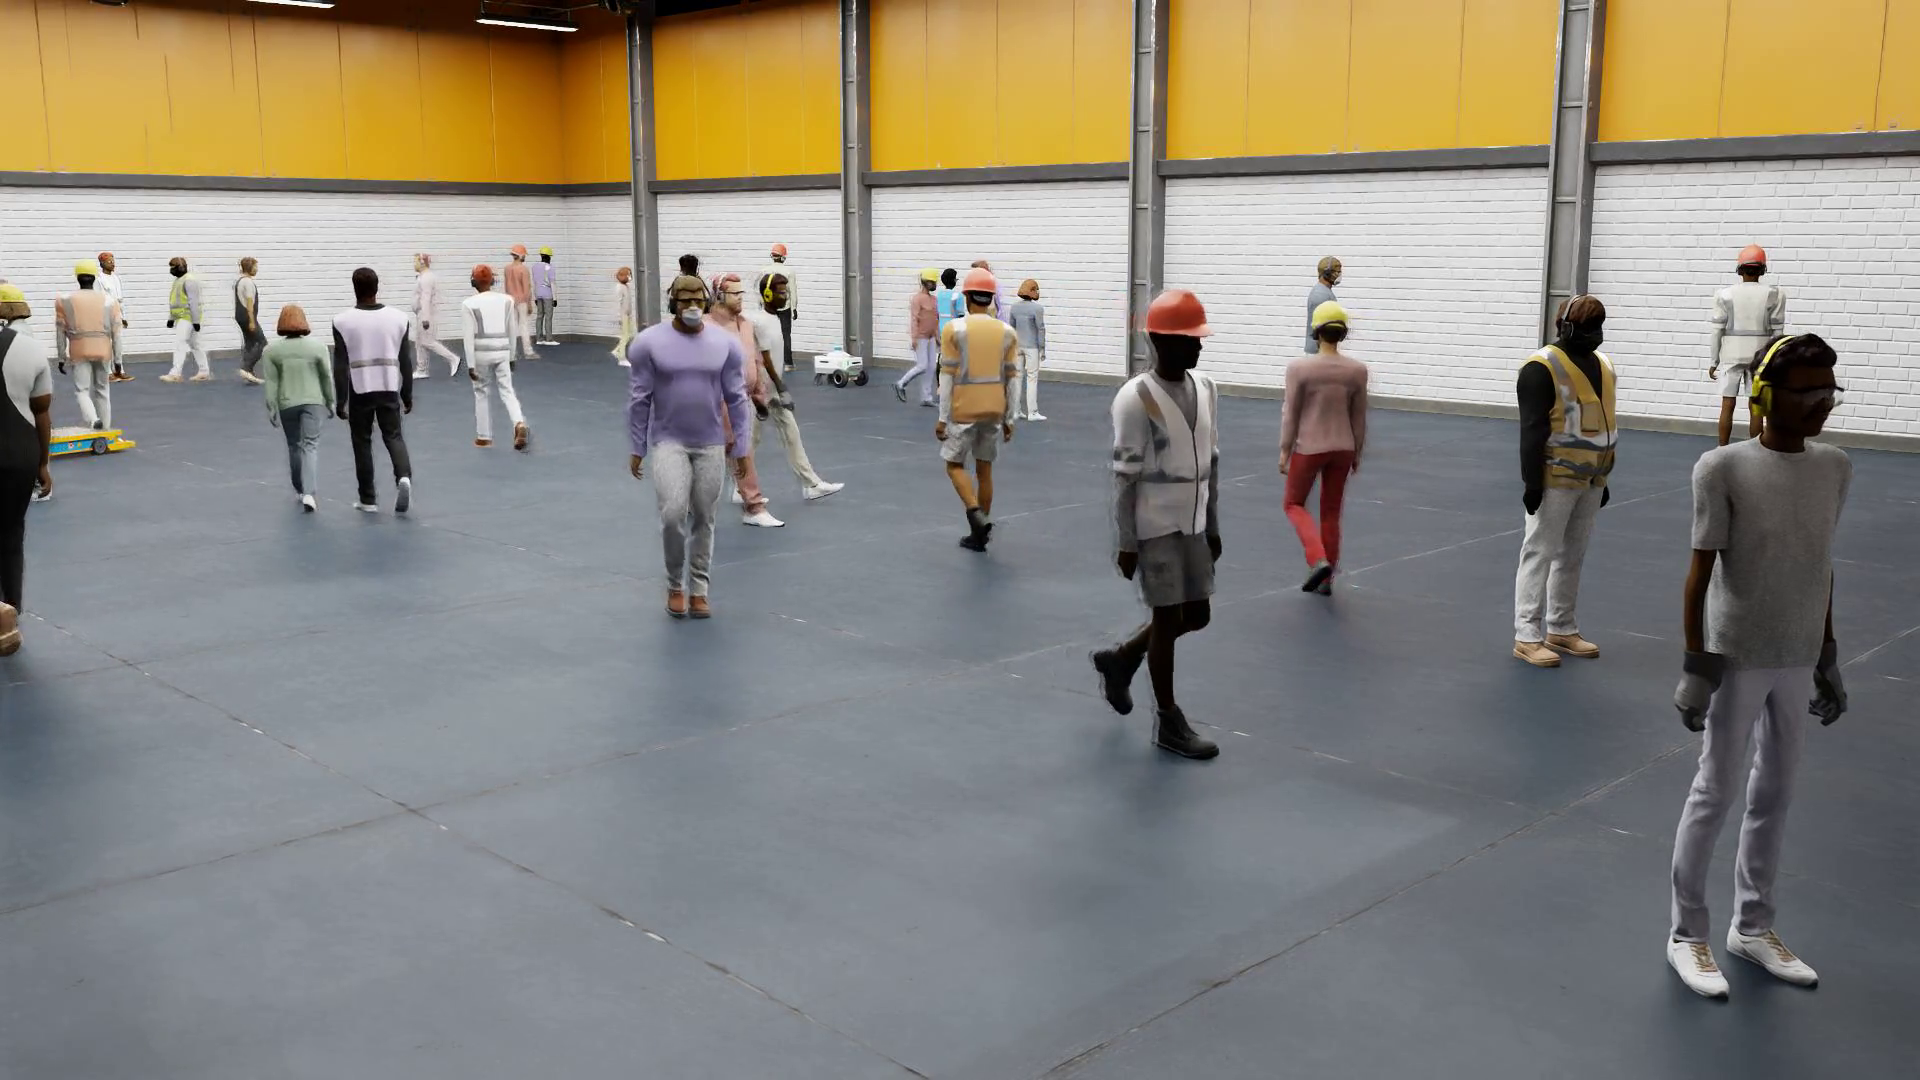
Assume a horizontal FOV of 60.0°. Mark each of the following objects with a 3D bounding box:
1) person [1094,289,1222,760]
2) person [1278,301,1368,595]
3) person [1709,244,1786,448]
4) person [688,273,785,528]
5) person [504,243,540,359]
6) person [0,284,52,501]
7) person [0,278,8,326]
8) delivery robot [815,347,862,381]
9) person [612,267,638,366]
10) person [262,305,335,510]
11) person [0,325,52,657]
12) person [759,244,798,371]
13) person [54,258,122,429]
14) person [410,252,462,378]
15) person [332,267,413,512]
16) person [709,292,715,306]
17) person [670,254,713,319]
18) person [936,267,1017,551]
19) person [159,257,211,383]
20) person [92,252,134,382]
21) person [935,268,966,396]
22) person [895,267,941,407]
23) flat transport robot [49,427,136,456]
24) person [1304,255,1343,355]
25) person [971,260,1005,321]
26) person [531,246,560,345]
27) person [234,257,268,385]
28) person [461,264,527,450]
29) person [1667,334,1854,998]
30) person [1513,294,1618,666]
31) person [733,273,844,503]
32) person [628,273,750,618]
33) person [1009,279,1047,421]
[{"bbox_3d":[0.822,-0.076,6.891,0.564,1.925,0.651,-9,14,-41],"label":"person"},{"bbox_3d":[2.144,-0.527,9.803,0.538,1.751,0.412,-2,11,-12],"label":"person"},{"bbox_3d":[7.138,-1.651,15.128,0.607,2.048,0.367,4,11,22],"label":"person"},{"bbox_3d":[-1.743,-1.044,12.339,0.978,1.863,0.660,4,11,22],"label":"person"},{"bbox_3d":[-7.611,-4.108,28.767,0.619,1.962,0.387,7,12,33],"label":"person"},{"bbox_3d":[-7.565,-1.177,13.377,0.317,1.742,0.492,-4,11,-20],"label":"person"},{"bbox_3d":[-11.241,-2.267,19.636,0.502,1.619,0.531,-6,12,-29],"label":"person"},{"bbox_3d":[-1.721,-2.496,23.555,0.707,0.478,0.477,9,13,40],"label":"delivery robot"},{"bbox_3d":[-5.494,-3.655,27.219,0.390,1.619,0.525,2,10,8],"label":"person"},{"bbox_3d":[-5.179,-1.042,13.043,0.493,1.595,0.856,-2,11,-11],"label":"person"},{"bbox_3d":[-4.930,-0.414,8.399,0.819,2.000,0.690,9,14,40],"label":"person"},{"bbox_3d":[-2.854,-3.673,26.299,0.622,1.992,0.396,3,11,14],"label":"person"},{"bbox_3d":[-8.711,-1.868,16.684,0.590,1.908,0.713,-7,13,-35],"label":"person"},{"bbox_3d":[-7.878,-3.332,24.752,0.747,1.884,0.659,-3,11,-17],"label":"person"},{"bbox_3d":[-4.468,-1.133,12.728,0.603,1.897,0.774,-8,13,-38],"label":"person"},{"bbox_3d":[-2.294,-1.574,15.857,0.512,1.624,0.367,-4,11,-23],"label":"person"},{"bbox_3d":[-3.082,-2.316,19.126,0.611,1.911,1.014,-7,13,-35],"label":"person"},{"bbox_3d":[0.124,-0.850,11.136,0.590,1.920,0.580,-4,11,-23],"label":"person"},{"bbox_3d":[-11.381,-3.194,24.214,0.857,1.810,0.649,-7,13,-34],"label":"person"},{"bbox_3d":[-12.403,-3.251,24.300,0.349,1.882,0.584,2,11,10],"label":"person"},{"bbox_3d":[-0.132,-2.738,22.005,0.535,1.700,0.318,8,13,37],"label":"person"},{"bbox_3d":[-0.491,-2.510,20.668,0.548,1.739,0.567,6,12,29],"label":"person"},{"bbox_3d":[-8.789,-0.925,16.017,0.652,0.197,1.431,5,11,24],"label":"flat transport robot"},{"bbox_3d":[3.534,-1.787,16.173,0.372,1.939,0.631,2,11,10],"label":"person"},{"bbox_3d":[0.346,-2.622,21.060,0.472,1.809,0.587,-2,11,-9],"label":"person"},{"bbox_3d":[-8.046,-4.739,32.326,0.585,1.919,0.388,6,12,30],"label":"person"},{"bbox_3d":[-10.115,-3.111,23.717,0.395,1.822,0.556,-8,13,-38],"label":"person"},{"bbox_3d":[-4.621,-1.800,16.486,0.590,1.860,0.843,-8,13,-38],"label":"person"},{"bbox_3d":[2.272,0.355,4.686,0.538,1.866,0.313,-3,11,-14],"label":"person"},{"bbox_3d":[3.043,-0.299,8.317,0.632,1.842,0.429,-7,12,-33],"label":"person"},{"bbox_3d":[-1.393,-1.180,13.152,0.946,1.822,0.506,2,11,13],"label":"person"},{"bbox_3d":[-1.480,-0.502,9.194,0.660,1.923,0.473,-4,11,-20],"label":"person"},{"bbox_3d":[0.785,-2.198,19.242,0.507,1.631,0.266,9,14,41],"label":"person"}]
